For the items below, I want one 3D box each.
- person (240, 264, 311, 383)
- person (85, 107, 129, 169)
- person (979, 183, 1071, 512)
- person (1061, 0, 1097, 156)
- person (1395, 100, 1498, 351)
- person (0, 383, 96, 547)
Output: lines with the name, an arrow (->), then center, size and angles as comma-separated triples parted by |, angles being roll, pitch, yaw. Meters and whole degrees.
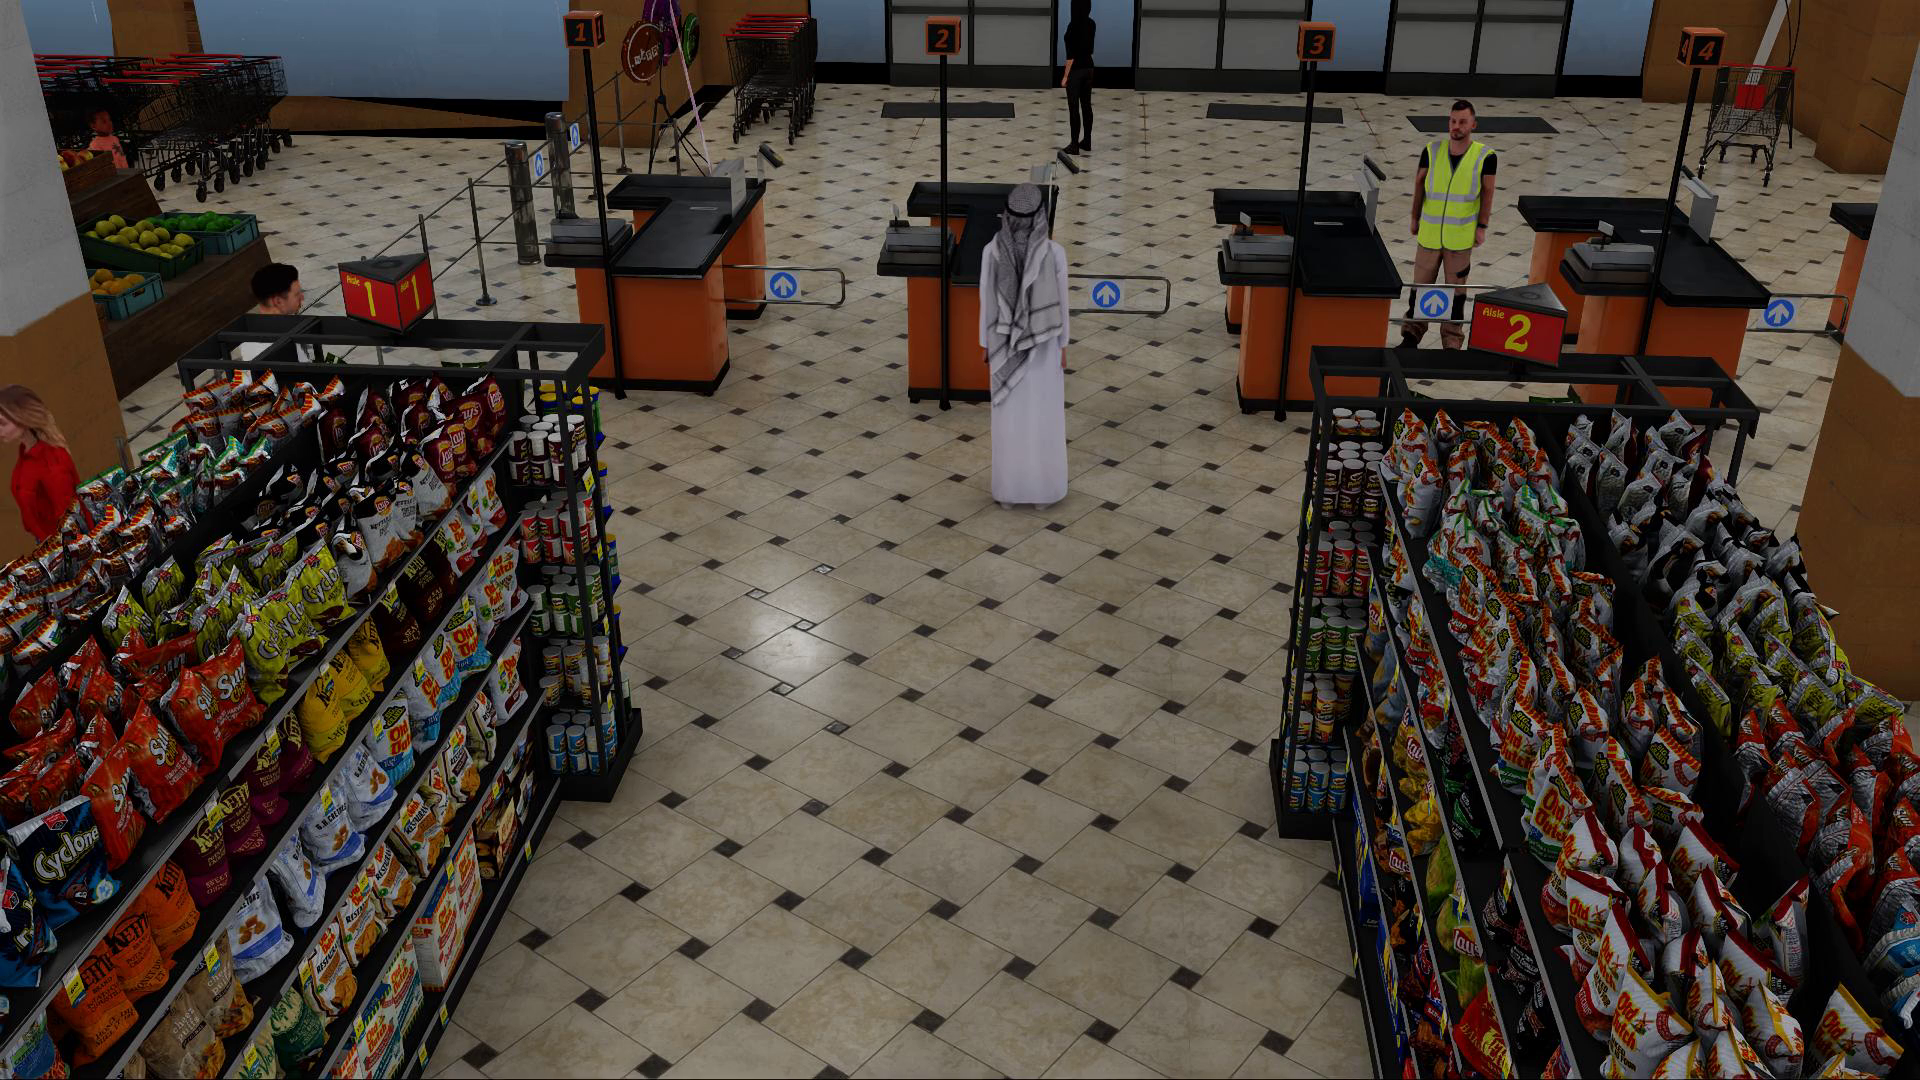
person -> -3.441, -0.446, 8.337 | 0.983, 1.823, 1.048 | 20, 33, 34
person -> -7.027, -2.936, 13.815 | 0.556, 1.311, 0.434 | 5, 27, 10
person -> 0.370, -1.083, 9.480 | 0.702, 1.926, 0.641 | 4, 27, 8
person -> 1.244, -4.835, 17.194 | 0.706, 1.642, 0.627 | 24, 36, 39
person -> 3.437, -2.178, 11.729 | 0.798, 1.846, 0.819 | 11, 29, 21
person -> -3.899, 0.077, 7.453 | 0.998, 1.690, 0.924 | -21, 34, -36
